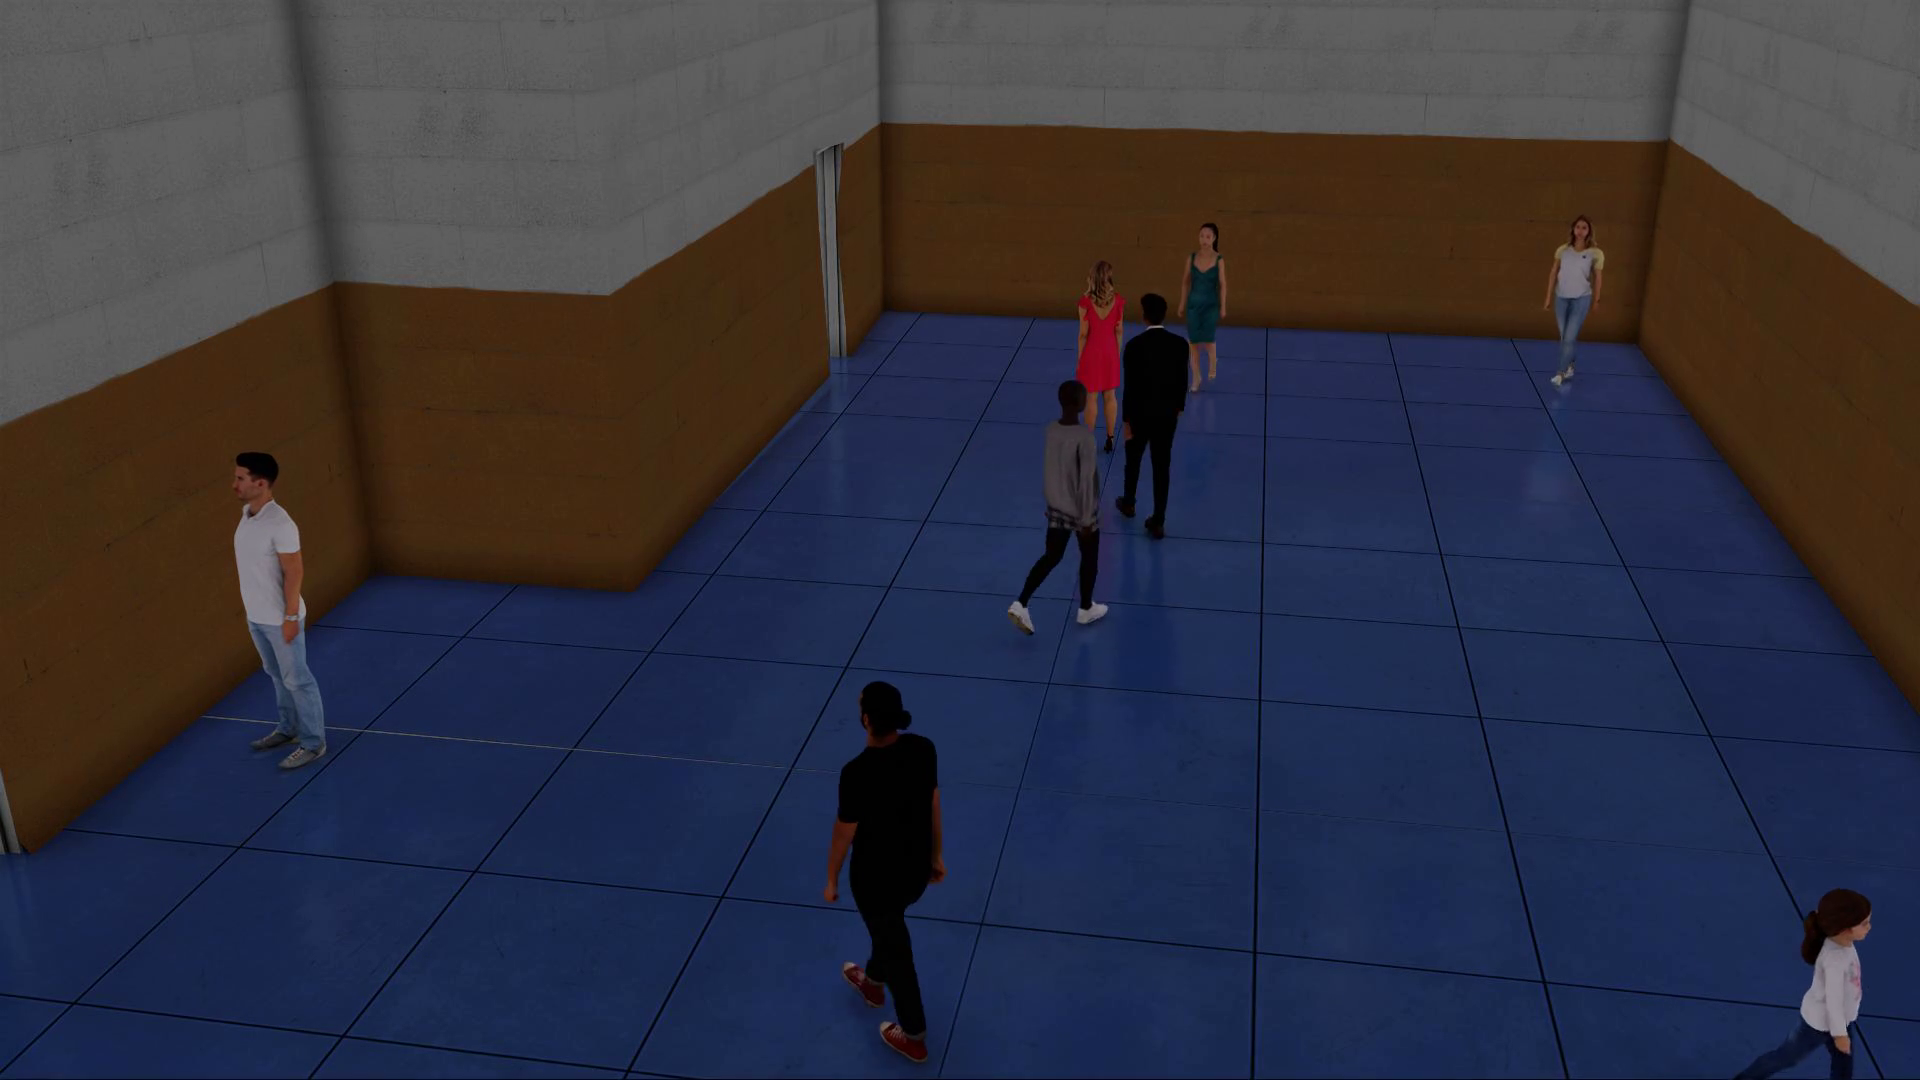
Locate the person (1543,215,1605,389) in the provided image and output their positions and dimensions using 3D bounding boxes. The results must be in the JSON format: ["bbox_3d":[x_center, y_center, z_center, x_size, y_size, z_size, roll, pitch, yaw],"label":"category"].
[{"bbox_3d":[6.110,-2.377,16.543,1.112,1.683,1.016,16,27,35],"label":"person"}]

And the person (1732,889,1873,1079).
[{"bbox_3d":[3.437,1.894,6.730,0.854,1.089,0.681,17,27,35],"label":"person"}]

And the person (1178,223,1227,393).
[{"bbox_3d":[2.421,-2.279,16.332,0.707,1.674,0.755,12,25,28],"label":"person"}]

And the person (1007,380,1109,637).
[{"bbox_3d":[0.661,-0.183,11.016,1.117,1.747,1.122,-18,28,-38],"label":"person"}]

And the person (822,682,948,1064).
[{"bbox_3d":[-0.236,1.435,7.003,0.951,1.738,1.052,-20,29,-40],"label":"person"}]

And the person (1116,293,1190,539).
[{"bbox_3d":[1.502,-0.920,12.717,1.006,1.847,0.971,-3,22,-8],"label":"person"}]

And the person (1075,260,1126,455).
[{"bbox_3d":[1.222,-1.598,14.564,0.597,1.728,0.708,-5,22,-12],"label":"person"}]

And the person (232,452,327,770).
[{"bbox_3d":[-3.889,0.382,9.450,0.819,1.866,0.715,-20,30,-41],"label":"person"}]
